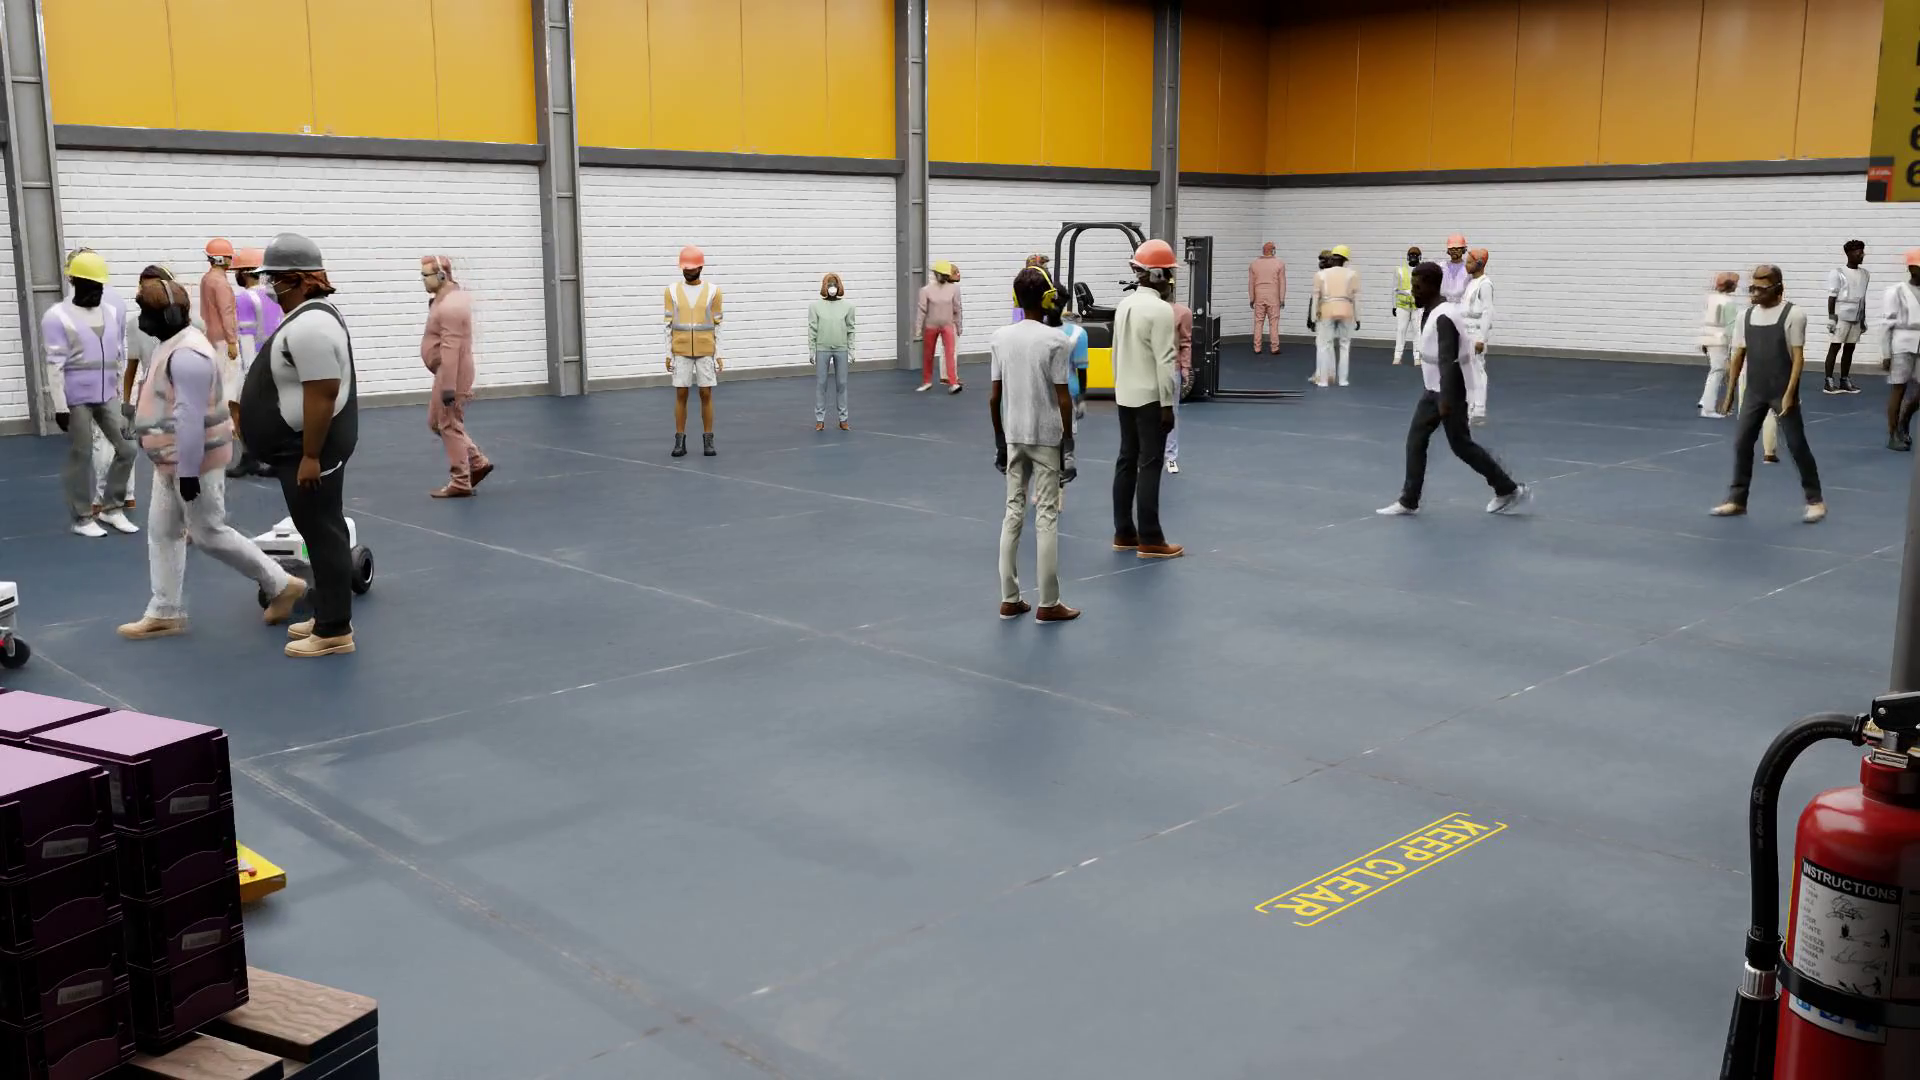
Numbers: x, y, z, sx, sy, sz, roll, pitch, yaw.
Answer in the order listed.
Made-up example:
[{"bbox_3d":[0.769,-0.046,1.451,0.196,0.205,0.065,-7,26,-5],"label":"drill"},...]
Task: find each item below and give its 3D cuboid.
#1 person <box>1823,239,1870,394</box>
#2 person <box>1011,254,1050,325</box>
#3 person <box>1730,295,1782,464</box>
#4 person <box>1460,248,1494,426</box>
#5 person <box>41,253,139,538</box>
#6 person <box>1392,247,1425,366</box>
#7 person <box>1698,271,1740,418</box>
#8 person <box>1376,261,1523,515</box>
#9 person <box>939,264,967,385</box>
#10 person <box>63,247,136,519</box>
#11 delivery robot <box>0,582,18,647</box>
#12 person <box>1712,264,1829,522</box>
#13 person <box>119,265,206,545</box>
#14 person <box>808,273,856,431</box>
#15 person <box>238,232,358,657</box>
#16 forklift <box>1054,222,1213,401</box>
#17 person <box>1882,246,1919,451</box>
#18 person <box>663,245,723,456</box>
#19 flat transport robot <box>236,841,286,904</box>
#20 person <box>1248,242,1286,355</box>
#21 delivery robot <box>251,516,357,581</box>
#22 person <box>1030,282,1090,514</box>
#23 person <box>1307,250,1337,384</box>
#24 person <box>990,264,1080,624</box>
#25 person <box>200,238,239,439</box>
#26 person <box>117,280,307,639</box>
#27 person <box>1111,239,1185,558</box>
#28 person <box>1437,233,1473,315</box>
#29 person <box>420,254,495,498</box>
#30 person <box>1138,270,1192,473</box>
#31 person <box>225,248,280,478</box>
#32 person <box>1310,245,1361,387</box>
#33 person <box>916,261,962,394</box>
[{"bbox_3d":[11.380,-2.857,21.323,0.610,1.966,0.363,-3,11,-18],"label":"person"},{"bbox_3d":[0.679,-1.843,16.133,0.374,1.840,0.571,-3,11,-17],"label":"person"},{"bbox_3d":[7.134,-1.496,14.815,0.507,1.631,0.273,6,12,31],"label":"person"},{"bbox_3d":[5.493,-2.163,17.766,0.345,1.882,0.584,0,10,1],"label":"person"},{"bbox_3d":[-5.774,-0.953,11.103,0.576,1.900,0.623,4,11,22],"label":"person"},{"bbox_3d":[7.038,-3.637,25.920,0.619,1.845,0.430,4,11,19],"label":"person"},{"bbox_3d":[8.410,-2.150,18.389,0.395,1.622,0.550,0,10,-1],"label":"person"},{"bbox_3d":[3.570,-1.071,11.944,0.973,1.857,0.604,0,10,-1],"label":"person"},{"bbox_3d":[-0.114,-2.922,22.583,0.277,1.636,0.502,-6,12,-32],"label":"person"},{"bbox_3d":[-6.200,-1.123,11.946,0.363,1.939,0.636,0,10,1],"label":"person"},{"bbox_3d":[-4.718,0.318,7.602,0.707,0.478,0.477,0,10,-1],"label":"delivery robot"},{"bbox_3d":[5.824,-1.036,11.815,0.534,1.819,0.766,-7,13,-34],"label":"person"},{"bbox_3d":[-5.068,-0.811,10.555,0.536,1.827,0.911,0,10,1],"label":"person"},{"bbox_3d":[-1.328,-1.950,17.278,0.500,1.636,0.281,-2,11,-10],"label":"person"},{"bbox_3d":[-3.196,-0.462,8.061,0.537,2.000,0.689,-3,11,-18],"label":"person"},{"bbox_3d":[1.935,-2.847,20.651,2.313,2.155,1.214,2,11,13],"label":"forklift"},{"bbox_3d":[8.921,-1.786,15.599,0.559,1.922,0.418,0,10,0],"label":"person"},{"bbox_3d":[-2.440,-1.723,15.248,0.542,1.928,0.374,-1,10,-6],"label":"person"},{"bbox_3d":[-2.783,1.026,4.779,1.431,0.197,0.652,-10,14,-44],"label":"flat transport robot"},{"bbox_3d":[5.240,-4.111,28.324,0.643,1.910,0.400,5,12,27],"label":"person"},{"bbox_3d":[-3.613,0.033,9.164,0.477,0.478,0.707,0,10,2],"label":"delivery robot"},{"bbox_3d":[0.669,-1.029,12.100,0.554,1.685,0.362,1,10,6],"label":"person"},{"bbox_3d":[4.918,-3.035,22.700,0.703,1.817,0.649,-4,11,-20],"label":"person"},{"bbox_3d":[0.393,-0.498,8.712,0.514,1.876,0.328,7,13,34],"label":"person"},{"bbox_3d":[-7.320,-1.995,16.550,0.396,1.992,0.622,-9,13,-39],"label":"person"},{"bbox_3d":[-3.834,-0.409,8.406,0.819,1.813,0.638,-7,12,-33],"label":"person"},{"bbox_3d":[1.187,-0.889,10.517,0.395,1.994,0.612,-5,11,-24],"label":"person"},{"bbox_3d":[6.482,-2.993,21.856,0.615,2.043,0.373,5,12,26],"label":"person"},{"bbox_3d":[-3.916,-1.244,12.757,0.423,1.885,0.671,-3,11,-16],"label":"person"},{"bbox_3d":[1.706,-1.447,14.183,0.524,1.770,0.315,2,11,11],"label":"person"},{"bbox_3d":[-5.913,-1.458,13.834,0.660,1.912,0.565,2,11,8],"label":"person"},{"bbox_3d":[5.022,-2.983,22.222,0.654,1.900,0.466,3,11,15],"label":"person"},{"bbox_3d":[-0.278,-2.721,21.329,0.588,1.696,0.962,-2,11,-10],"label":"person"}]
